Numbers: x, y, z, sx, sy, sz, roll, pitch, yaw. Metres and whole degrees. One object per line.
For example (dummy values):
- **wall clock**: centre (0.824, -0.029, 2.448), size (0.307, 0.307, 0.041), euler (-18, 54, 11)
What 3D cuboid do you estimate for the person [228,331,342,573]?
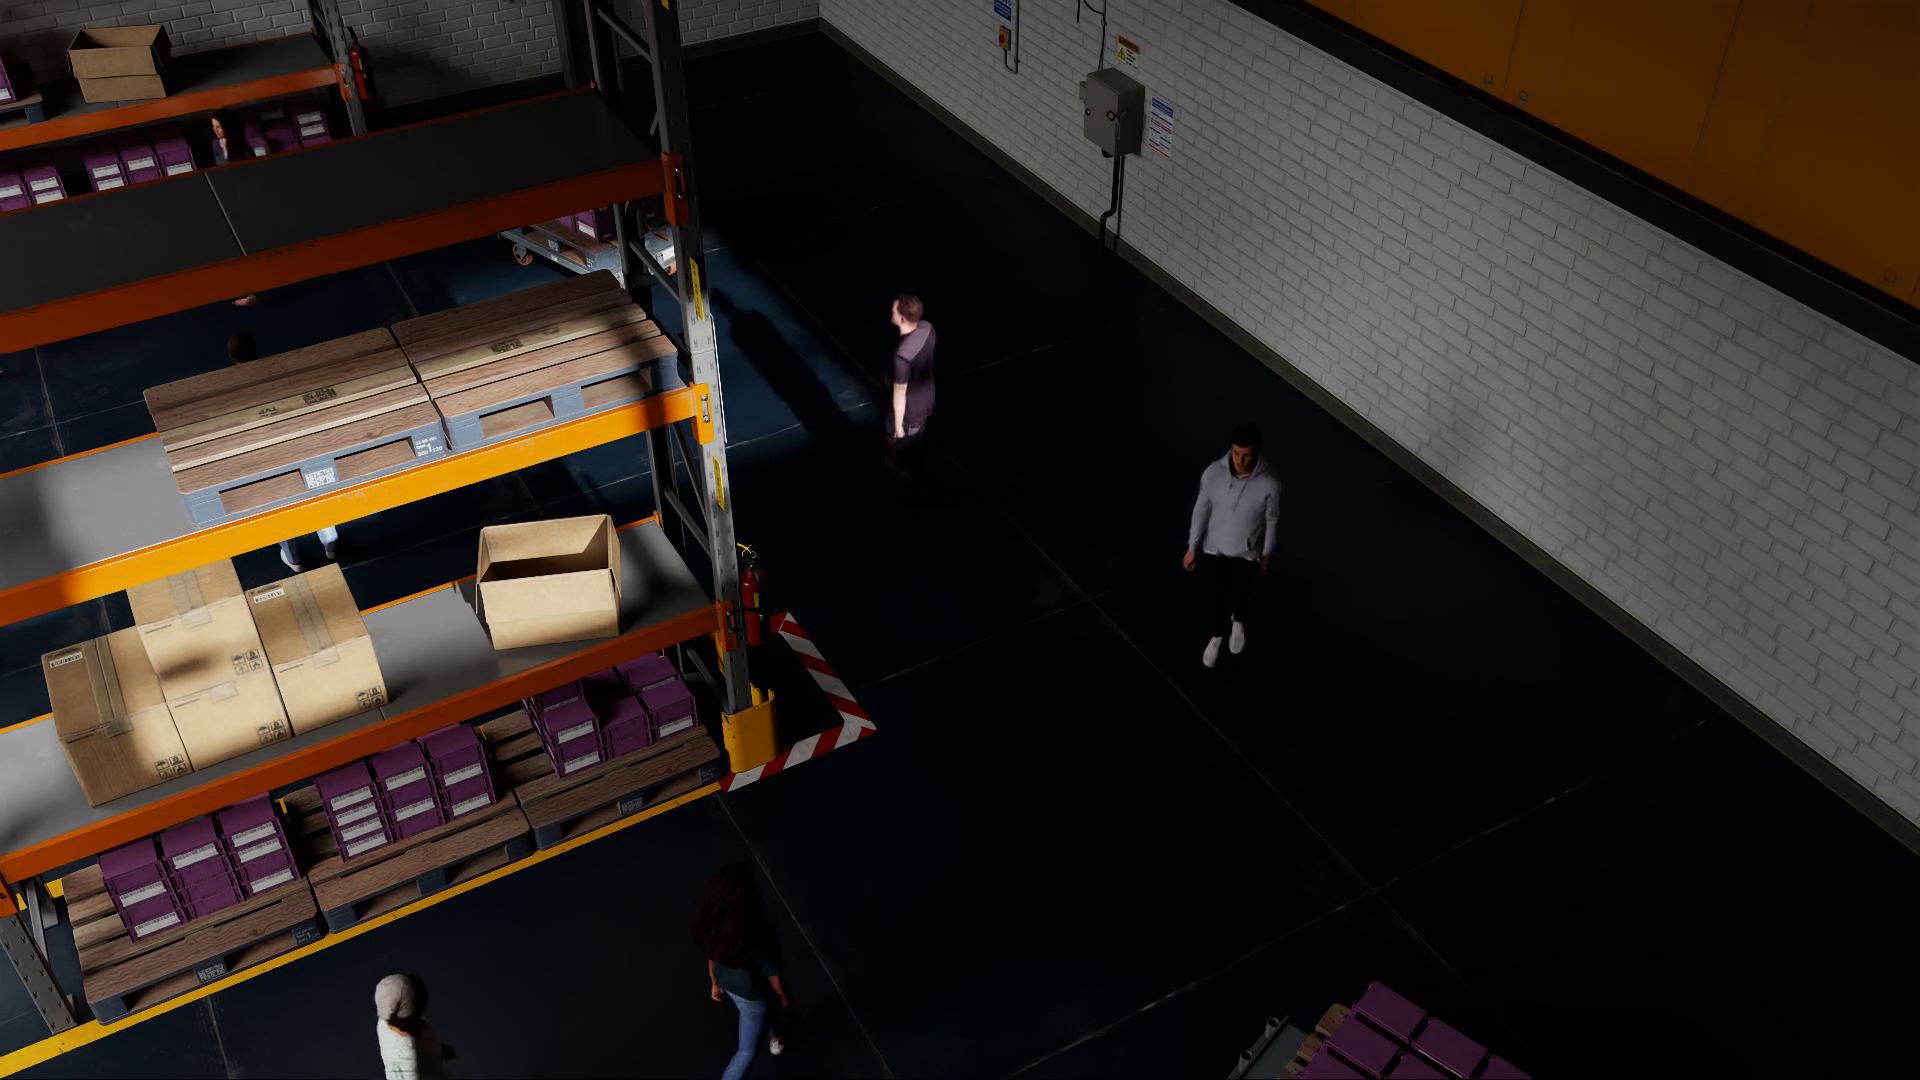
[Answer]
- **person**: centre (-4.702, -0.600, 11.451), size (0.466, 1.851, 0.714), euler (-21, 43, -24)

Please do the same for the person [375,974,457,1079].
- **person**: centre (-2.552, 2.586, 7.653), size (1.040, 1.612, 0.659), euler (-24, 45, -27)

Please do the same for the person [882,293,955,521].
- **person**: centre (-0.275, -0.924, 11.872), size (1.011, 1.832, 0.962), euler (15, 41, 18)

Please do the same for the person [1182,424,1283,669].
- **person**: centre (1.765, -0.024, 10.682), size (0.864, 1.910, 0.914), euler (13, 40, 16)

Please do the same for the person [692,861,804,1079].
- **person**: centre (-1.075, 2.231, 8.119), size (0.859, 1.585, 1.154), euler (26, 46, 29)
